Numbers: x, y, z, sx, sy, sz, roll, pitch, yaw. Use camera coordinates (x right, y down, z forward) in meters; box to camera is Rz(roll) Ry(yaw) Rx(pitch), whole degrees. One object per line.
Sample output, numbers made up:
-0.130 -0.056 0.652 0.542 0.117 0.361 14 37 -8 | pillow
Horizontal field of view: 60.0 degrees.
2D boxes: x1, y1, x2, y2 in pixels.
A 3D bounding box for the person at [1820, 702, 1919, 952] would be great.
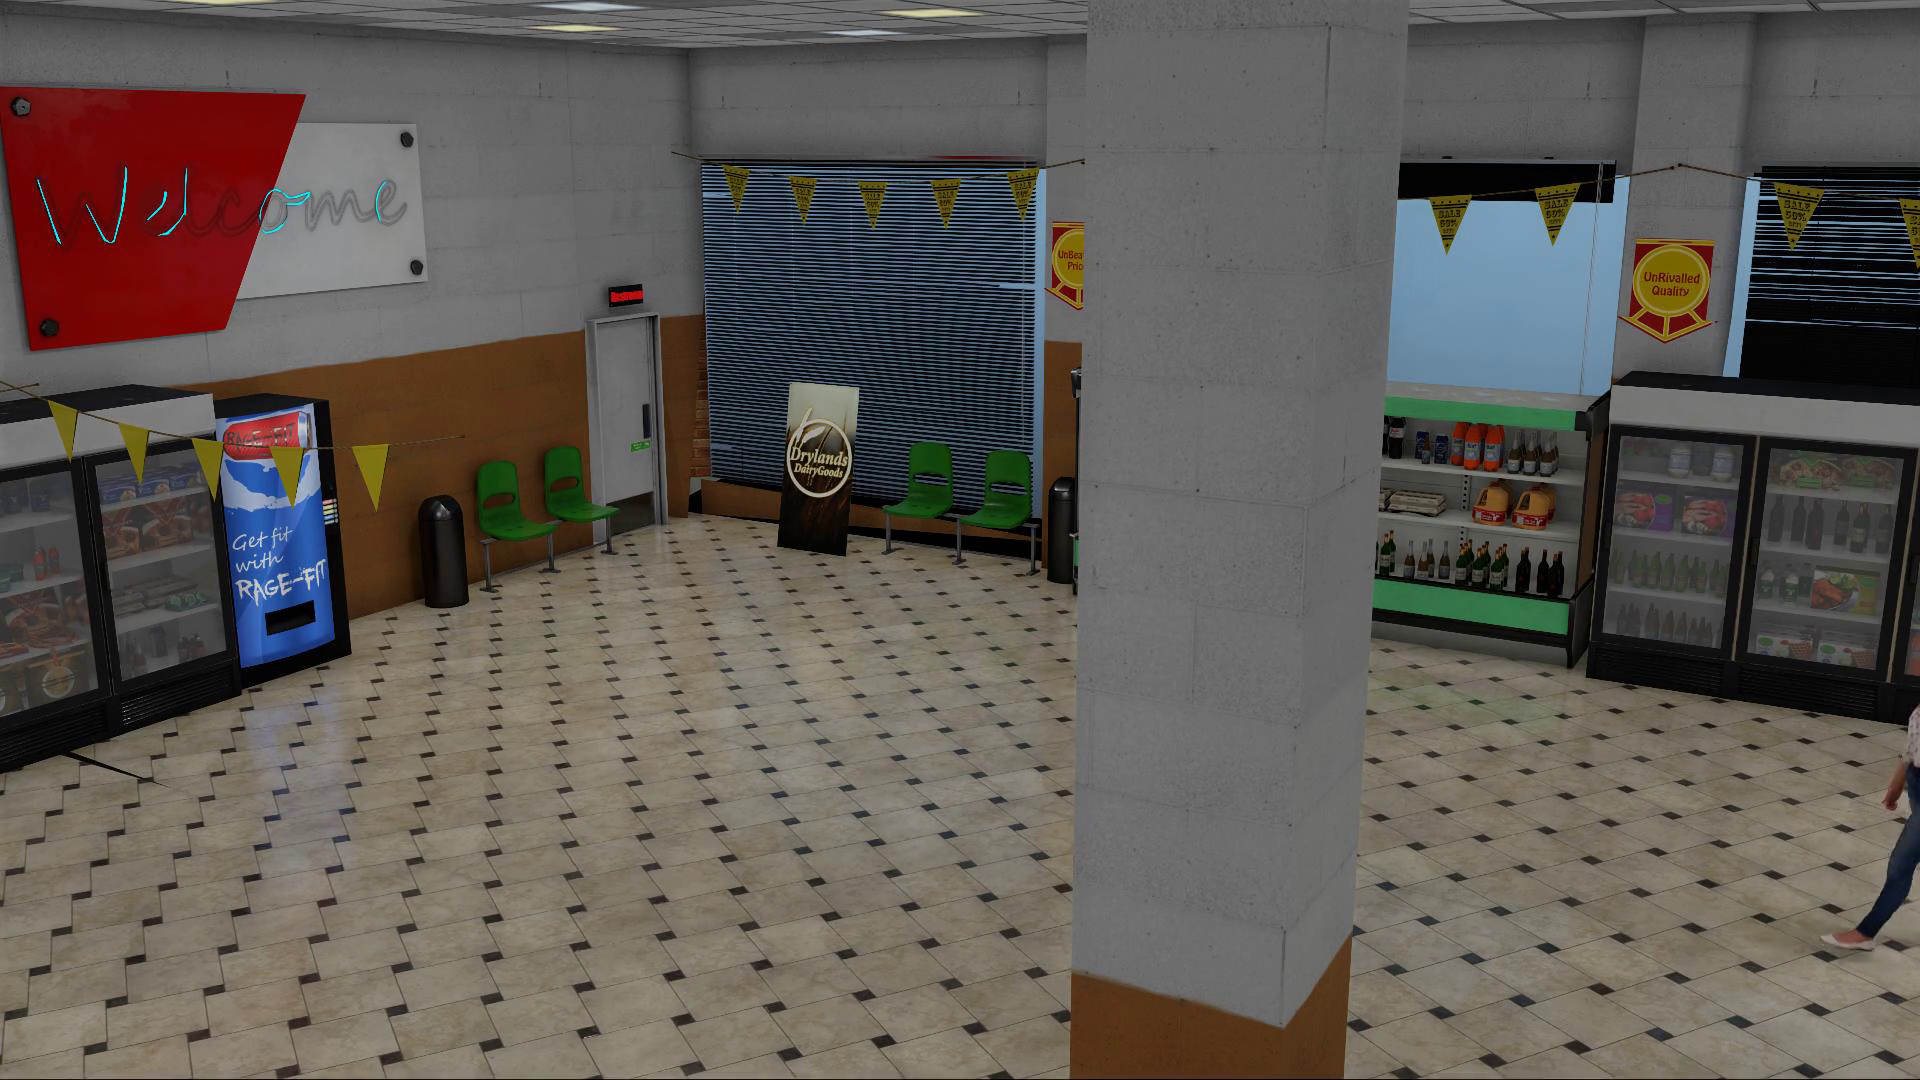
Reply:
5.008 1.320 8.385 1.223 1.683 0.943 1 14 4 | person
